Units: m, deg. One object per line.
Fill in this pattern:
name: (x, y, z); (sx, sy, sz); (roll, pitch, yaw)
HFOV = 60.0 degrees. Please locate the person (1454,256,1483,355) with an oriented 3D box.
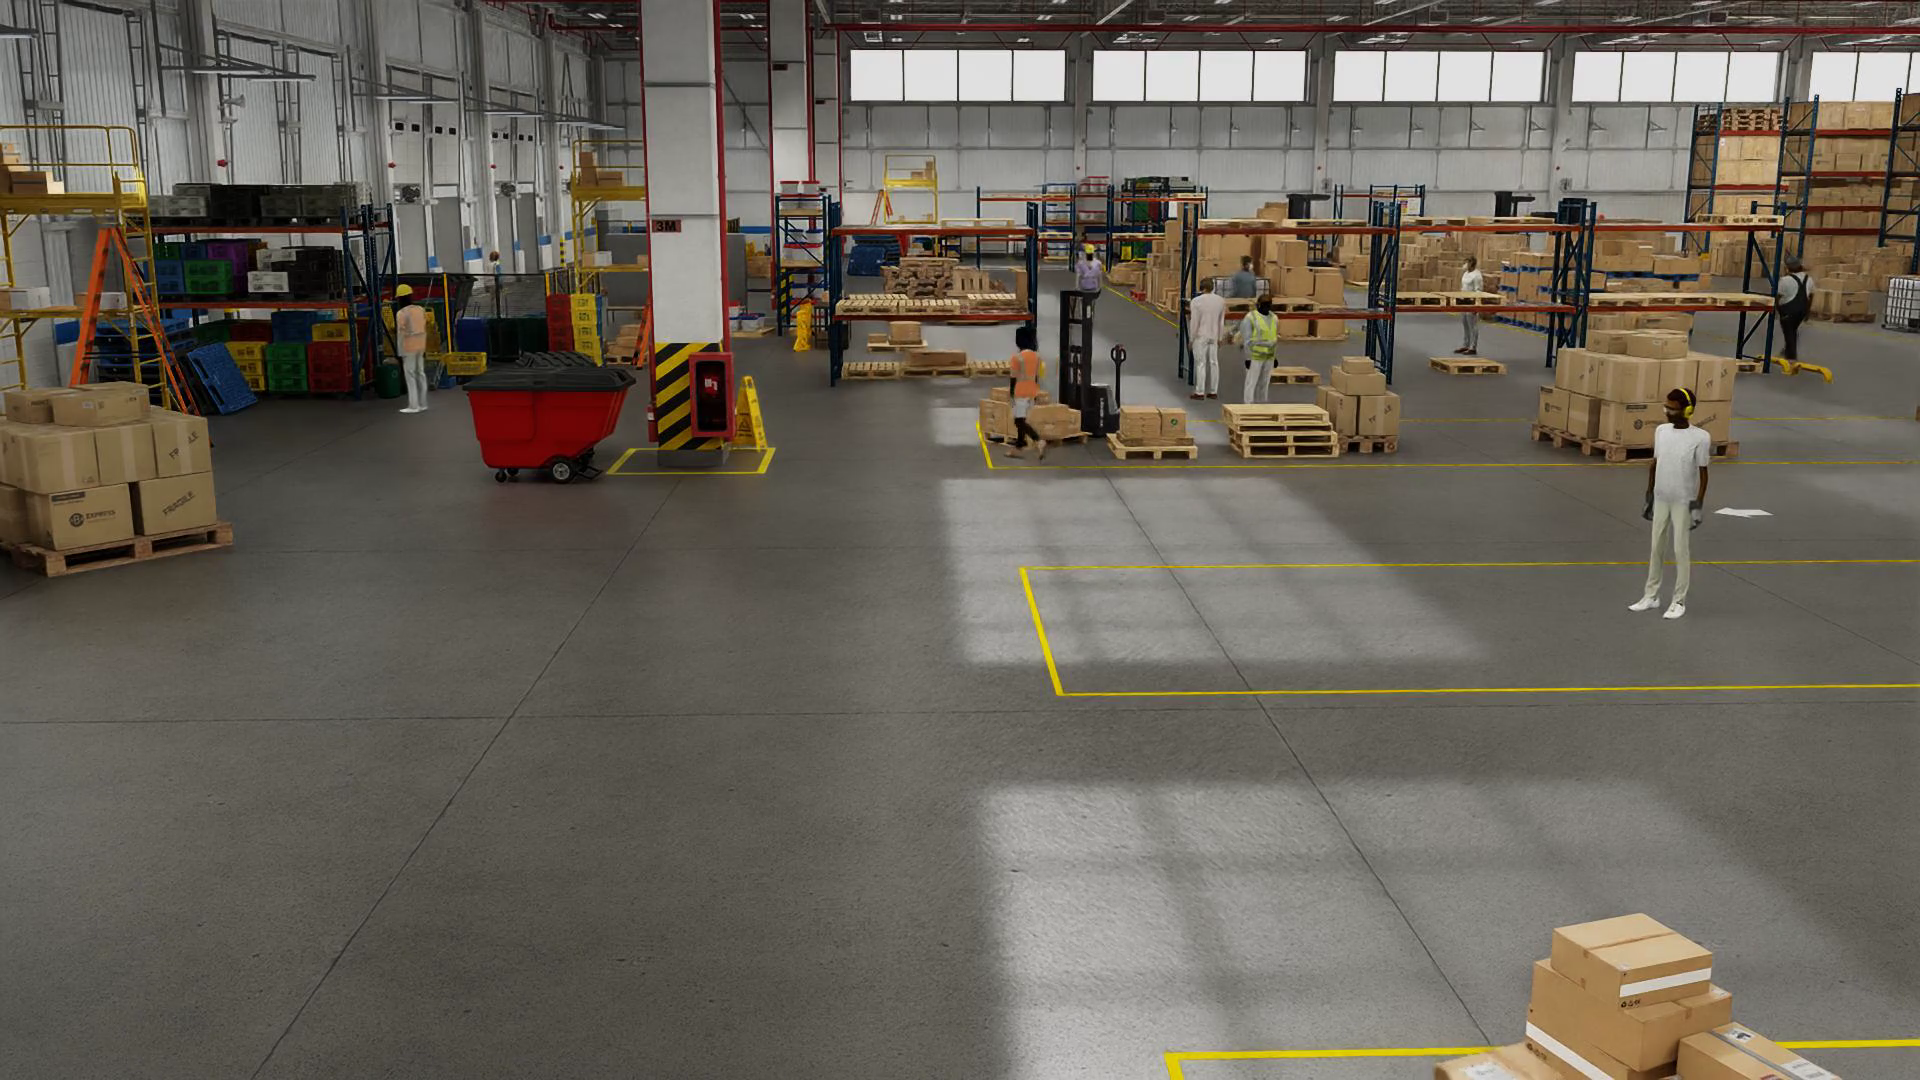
person: (10.018, -4.607, 32.662); (0.362, 1.938, 0.631); (-2, 13, -8)

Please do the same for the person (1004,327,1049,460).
person: (0.840, -1.801, 20.602); (0.695, 1.676, 0.539); (10, 16, 37)

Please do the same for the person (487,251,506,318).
person: (-11.421, -6.263, 40.854); (0.518, 1.633, 0.313); (12, 17, 42)

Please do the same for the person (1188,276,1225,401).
person: (3.867, -3.163, 26.147); (0.635, 1.937, 0.352); (-6, 14, -25)

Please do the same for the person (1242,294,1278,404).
person: (4.334, -2.617, 23.916); (0.619, 1.839, 0.430); (-8, 15, -32)

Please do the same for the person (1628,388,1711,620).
person: (5.727, -0.294, 13.365); (0.329, 1.865, 0.518); (-8, 15, -33)

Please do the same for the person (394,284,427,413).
person: (-8.183, -2.843, 24.757); (0.389, 1.915, 0.587); (5, 13, 22)

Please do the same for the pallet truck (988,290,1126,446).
pallet truck: (1.257, -2.299, 22.111); (1.885, 1.965, 0.823); (-9, 15, -35)

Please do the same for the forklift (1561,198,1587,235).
forklift: (17.204, -8.212, 46.797); (1.873, 2.768, 1.129); (0, 12, -2)

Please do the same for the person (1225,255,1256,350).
person: (5.699, -4.829, 33.739); (0.658, 1.912, 0.710); (-11, 16, -40)

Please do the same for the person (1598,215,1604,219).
person: (24.905, -11.685, 64.692); (0.562, 1.908, 0.773); (5, 13, 21)

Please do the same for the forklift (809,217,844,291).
forklift: (-4.375, -8.619, 48.637); (1.873, 2.768, 1.129); (0, 12, -2)

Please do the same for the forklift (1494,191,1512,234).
forklift: (20.464, -11.777, 62.895); (1.873, 2.768, 1.129); (0, 12, -2)

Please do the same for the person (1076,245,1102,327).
person: (3.001, -5.913, 38.671); (0.595, 1.897, 0.852); (1, 13, 3)

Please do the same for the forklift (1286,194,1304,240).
forklift: (11.014, -9.999, 54.867); (1.873, 2.768, 1.129); (0, 12, -2)

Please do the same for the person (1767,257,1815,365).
person: (15.496, -4.327, 31.168); (0.694, 2.000, 0.934); (-3, 13, -13)
